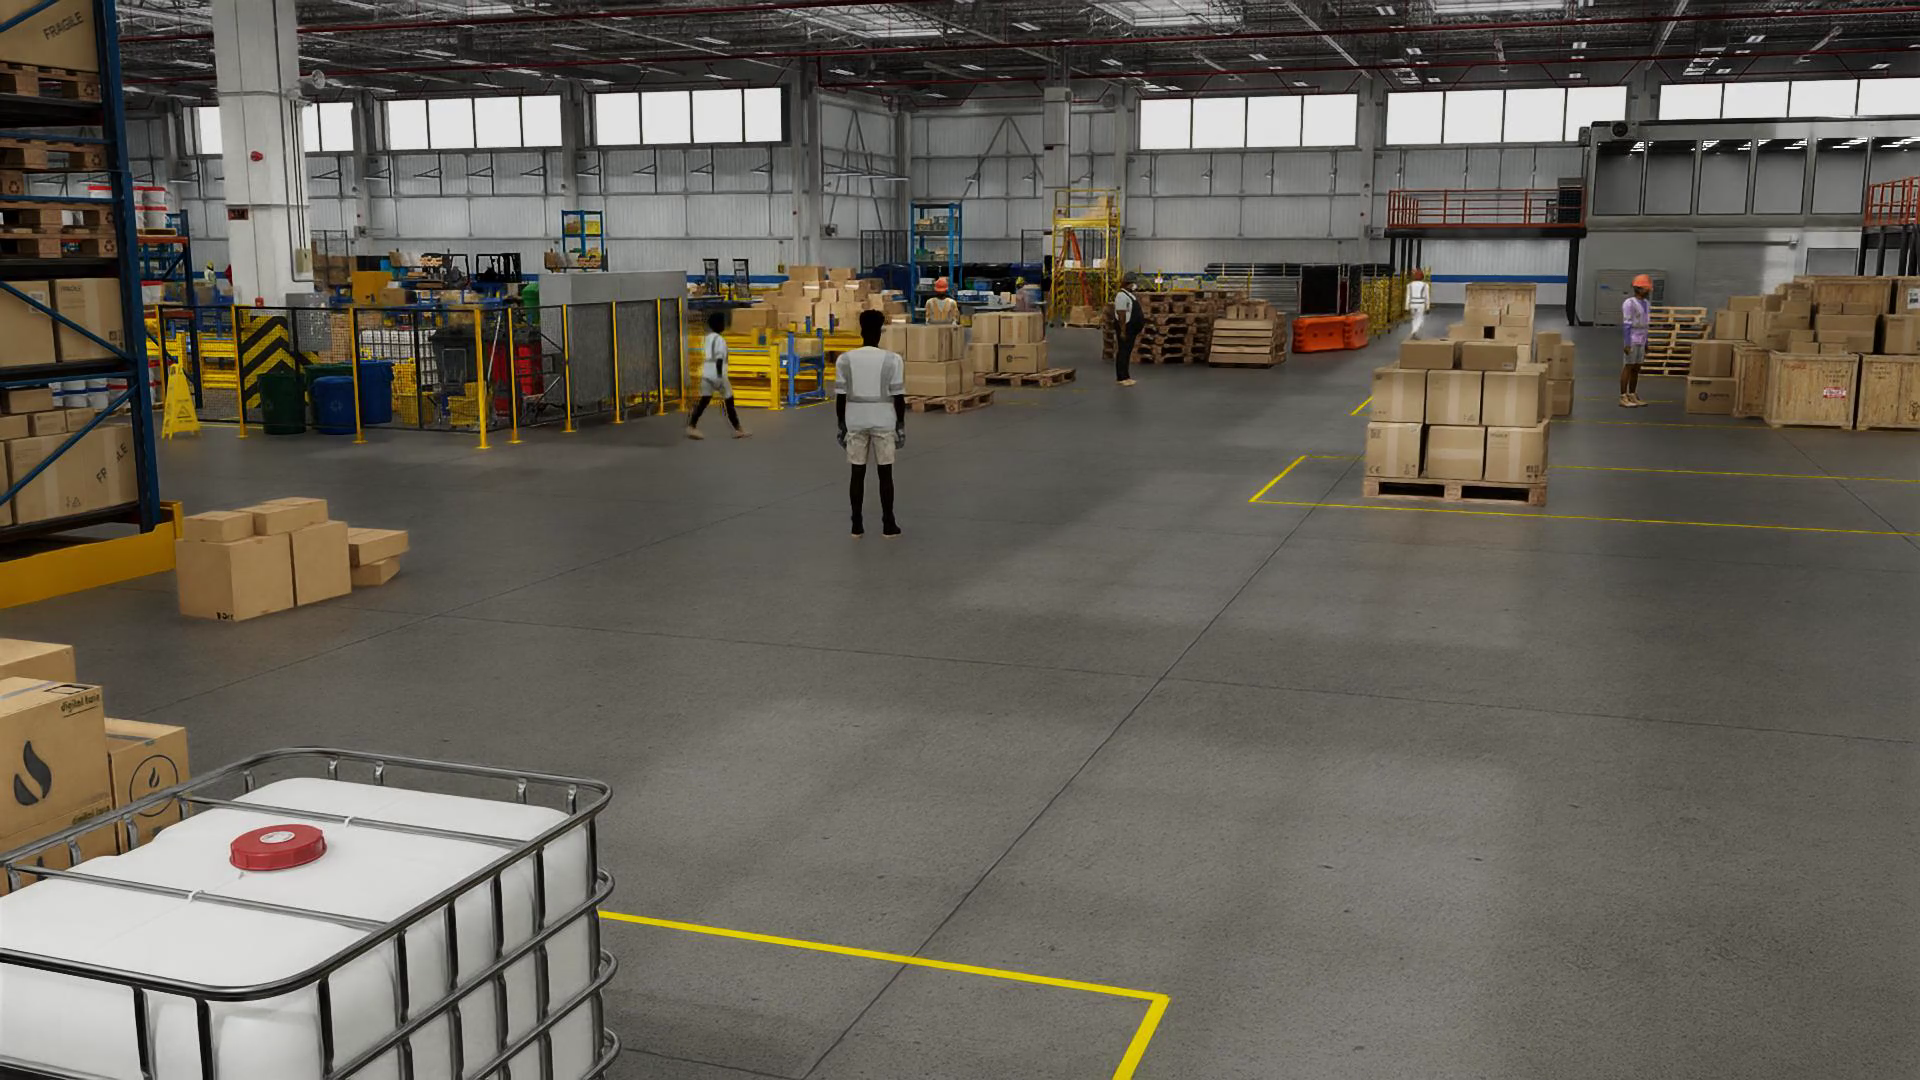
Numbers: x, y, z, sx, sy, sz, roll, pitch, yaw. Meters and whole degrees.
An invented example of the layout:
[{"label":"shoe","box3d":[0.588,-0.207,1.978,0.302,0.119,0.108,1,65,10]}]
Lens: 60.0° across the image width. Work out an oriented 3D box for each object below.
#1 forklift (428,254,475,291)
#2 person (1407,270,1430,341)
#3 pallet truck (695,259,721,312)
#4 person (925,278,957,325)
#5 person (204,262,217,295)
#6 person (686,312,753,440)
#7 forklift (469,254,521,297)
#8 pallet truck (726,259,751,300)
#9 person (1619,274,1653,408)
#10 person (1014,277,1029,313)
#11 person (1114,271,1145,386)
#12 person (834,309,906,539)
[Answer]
[{"label":"forklift","box3d":[-20.133,-10.254,65.465,1.157,1.987,2.680,3,11,19]},{"label":"person","box3d":[11.698,-5.971,42.542,0.591,1.870,0.622,7,12,36]},{"label":"pallet truck","box3d":[-9.165,-9.627,62.776,0.823,1.965,1.885,4,11,23]},{"label":"person","box3d":[-0.327,-3.515,28.535,0.543,1.933,0.363,0,10,0]},{"label":"person","box3d":[-29.379,-9.977,65.251,0.586,1.824,0.405,7,12,35]},{"label":"person","box3d":[-3.144,-2.107,21.395,0.895,1.651,0.542,-6,12,-32]},{"label":"forklift","box3d":[-17.990,-10.121,64.684,1.157,1.987,2.680,3,11,17]},{"label":"pallet truck","box3d":[-7.986,-9.493,62.019,0.823,1.965,1.885,3,11,17]},{"label":"person","box3d":[10.447,-3.061,25.658,0.607,2.048,0.370,-8,13,-38]},{"label":"person","box3d":[1.415,-5.348,39.351,0.485,1.745,0.560,-7,12,-33]},{"label":"person","box3d":[3.022,-3.765,29.637,0.535,2.000,0.685,3,11,18]},{"label":"person","box3d":[-0.758,-0.982,14.177,0.609,1.964,0.367,2,10,9]}]
